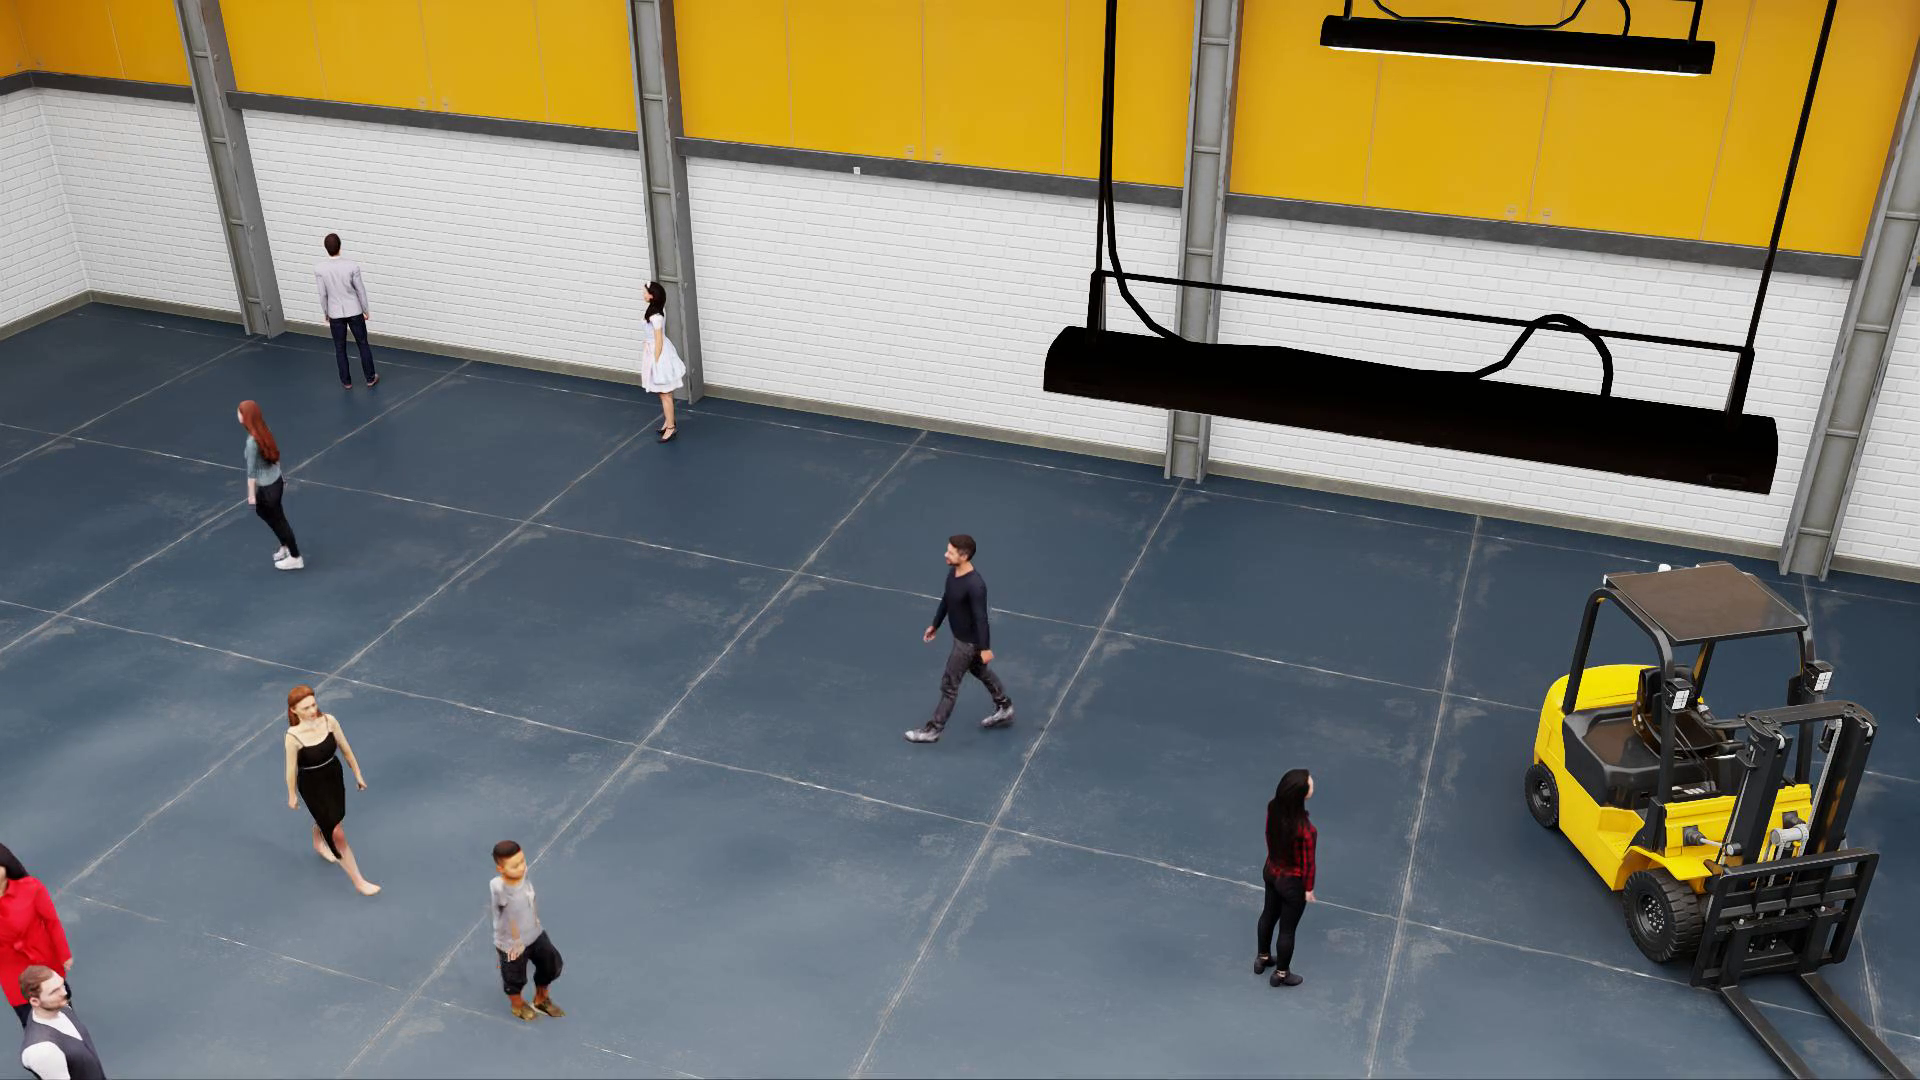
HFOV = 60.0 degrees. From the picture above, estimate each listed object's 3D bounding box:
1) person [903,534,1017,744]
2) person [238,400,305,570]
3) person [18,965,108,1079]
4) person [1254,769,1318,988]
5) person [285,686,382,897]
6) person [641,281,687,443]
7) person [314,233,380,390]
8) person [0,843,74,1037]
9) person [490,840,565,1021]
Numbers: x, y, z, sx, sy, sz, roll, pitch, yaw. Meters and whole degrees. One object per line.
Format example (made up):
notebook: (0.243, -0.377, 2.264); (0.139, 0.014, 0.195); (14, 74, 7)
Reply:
person: (0.139, 0.769, 13.095); (1.268, 1.822, 1.101); (-8, 30, -14)
person: (-6.347, -0.485, 15.487); (0.713, 1.731, 0.676); (-2, 29, -4)
person: (-4.697, 3.023, 8.841); (0.786, 1.938, 0.742); (-11, 30, -19)
person: (2.091, 2.172, 10.693); (0.720, 1.658, 0.642); (-15, 32, -26)
person: (-4.507, 1.697, 11.651); (1.152, 1.576, 0.813); (18, 33, 30)
person: (-3.264, -1.946, 18.076); (0.886, 1.817, 0.841); (-4, 29, -8)
person: (-7.159, -2.666, 19.359); (0.723, 1.852, 0.825); (-7, 29, -13)
person: (-5.603, 2.495, 10.043); (1.077, 1.714, 1.083); (-11, 31, -20)
person: (-2.835, 2.423, 10.455); (0.655, 1.446, 0.631); (17, 33, 28)
